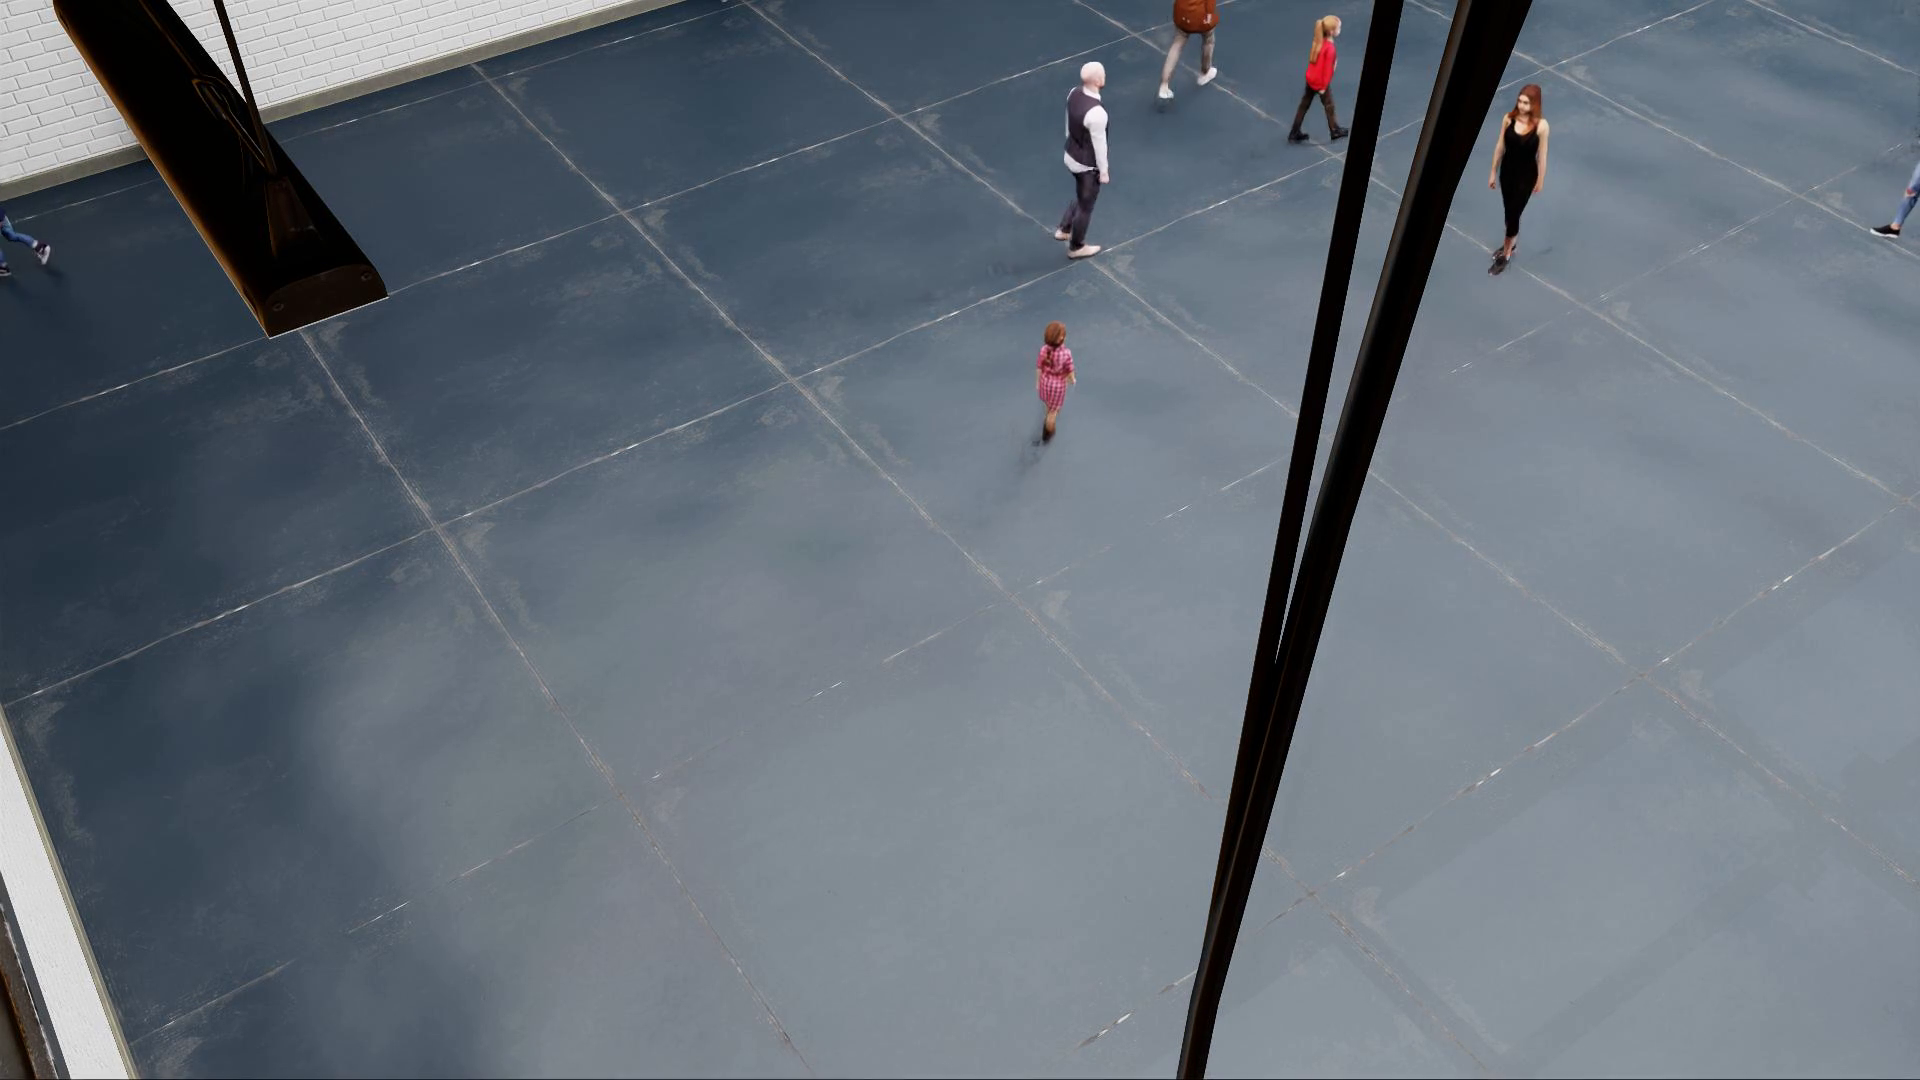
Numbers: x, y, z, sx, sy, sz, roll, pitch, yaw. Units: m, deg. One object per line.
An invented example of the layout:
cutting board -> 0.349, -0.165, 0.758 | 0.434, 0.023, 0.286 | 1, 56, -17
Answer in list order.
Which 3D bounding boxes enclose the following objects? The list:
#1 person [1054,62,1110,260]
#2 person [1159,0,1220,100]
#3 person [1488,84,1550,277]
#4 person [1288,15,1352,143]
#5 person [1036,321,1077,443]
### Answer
person -> 0.977, -3.133, 13.946 | 0.758, 1.809, 0.764 | -15, 46, -15
person -> 2.207, -5.071, 15.987 | 0.945, 1.800, 1.248 | 27, 50, 25
person -> 4.742, -3.086, 13.976 | 0.775, 1.701, 0.611 | -34, 53, -30
person -> 3.303, -4.285, 15.556 | 0.900, 1.256, 0.674 | -12, 45, -12
person -> 0.689, -1.169, 12.469 | 0.635, 1.004, 0.755 | 16, 46, 16
